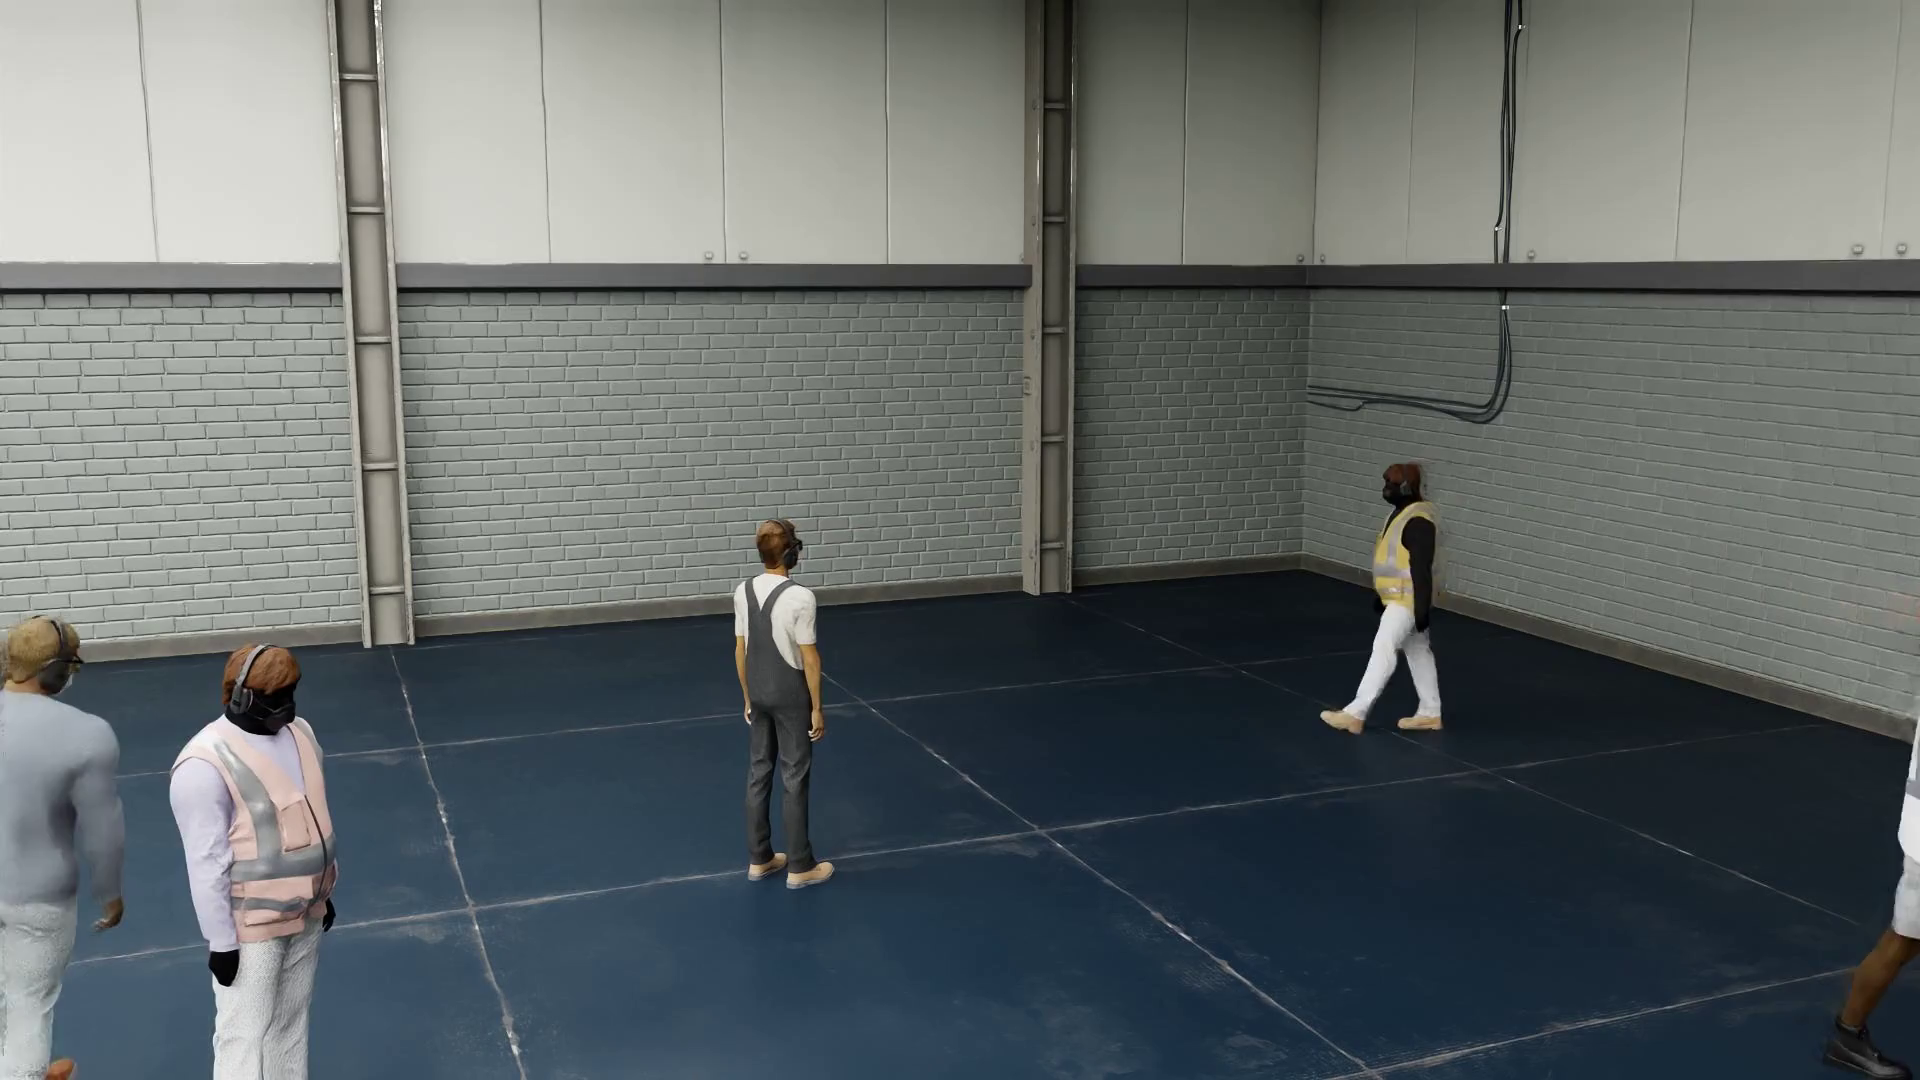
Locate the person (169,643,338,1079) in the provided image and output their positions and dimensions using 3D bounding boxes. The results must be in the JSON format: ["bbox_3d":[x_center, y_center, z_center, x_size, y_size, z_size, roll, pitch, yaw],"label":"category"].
[{"bbox_3d":[-2.292,1.245,5.542,0.429,1.838,0.621,2,9,11],"label":"person"}]

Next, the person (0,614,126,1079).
[{"bbox_3d":[-3.185,1.188,5.729,0.720,1.897,0.792,0,9,-2],"label":"person"}]

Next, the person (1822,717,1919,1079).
[{"bbox_3d":[3.729,1.135,6.068,0.987,1.883,0.570,6,11,35],"label":"person"}]

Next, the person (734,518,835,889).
[{"bbox_3d":[-0.883,0.807,8.259,0.506,1.847,0.345,6,11,32],"label":"person"}]

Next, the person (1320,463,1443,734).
[{"bbox_3d":[2.825,0.391,11.012,0.908,1.801,0.658,1,9,6],"label":"person"}]
